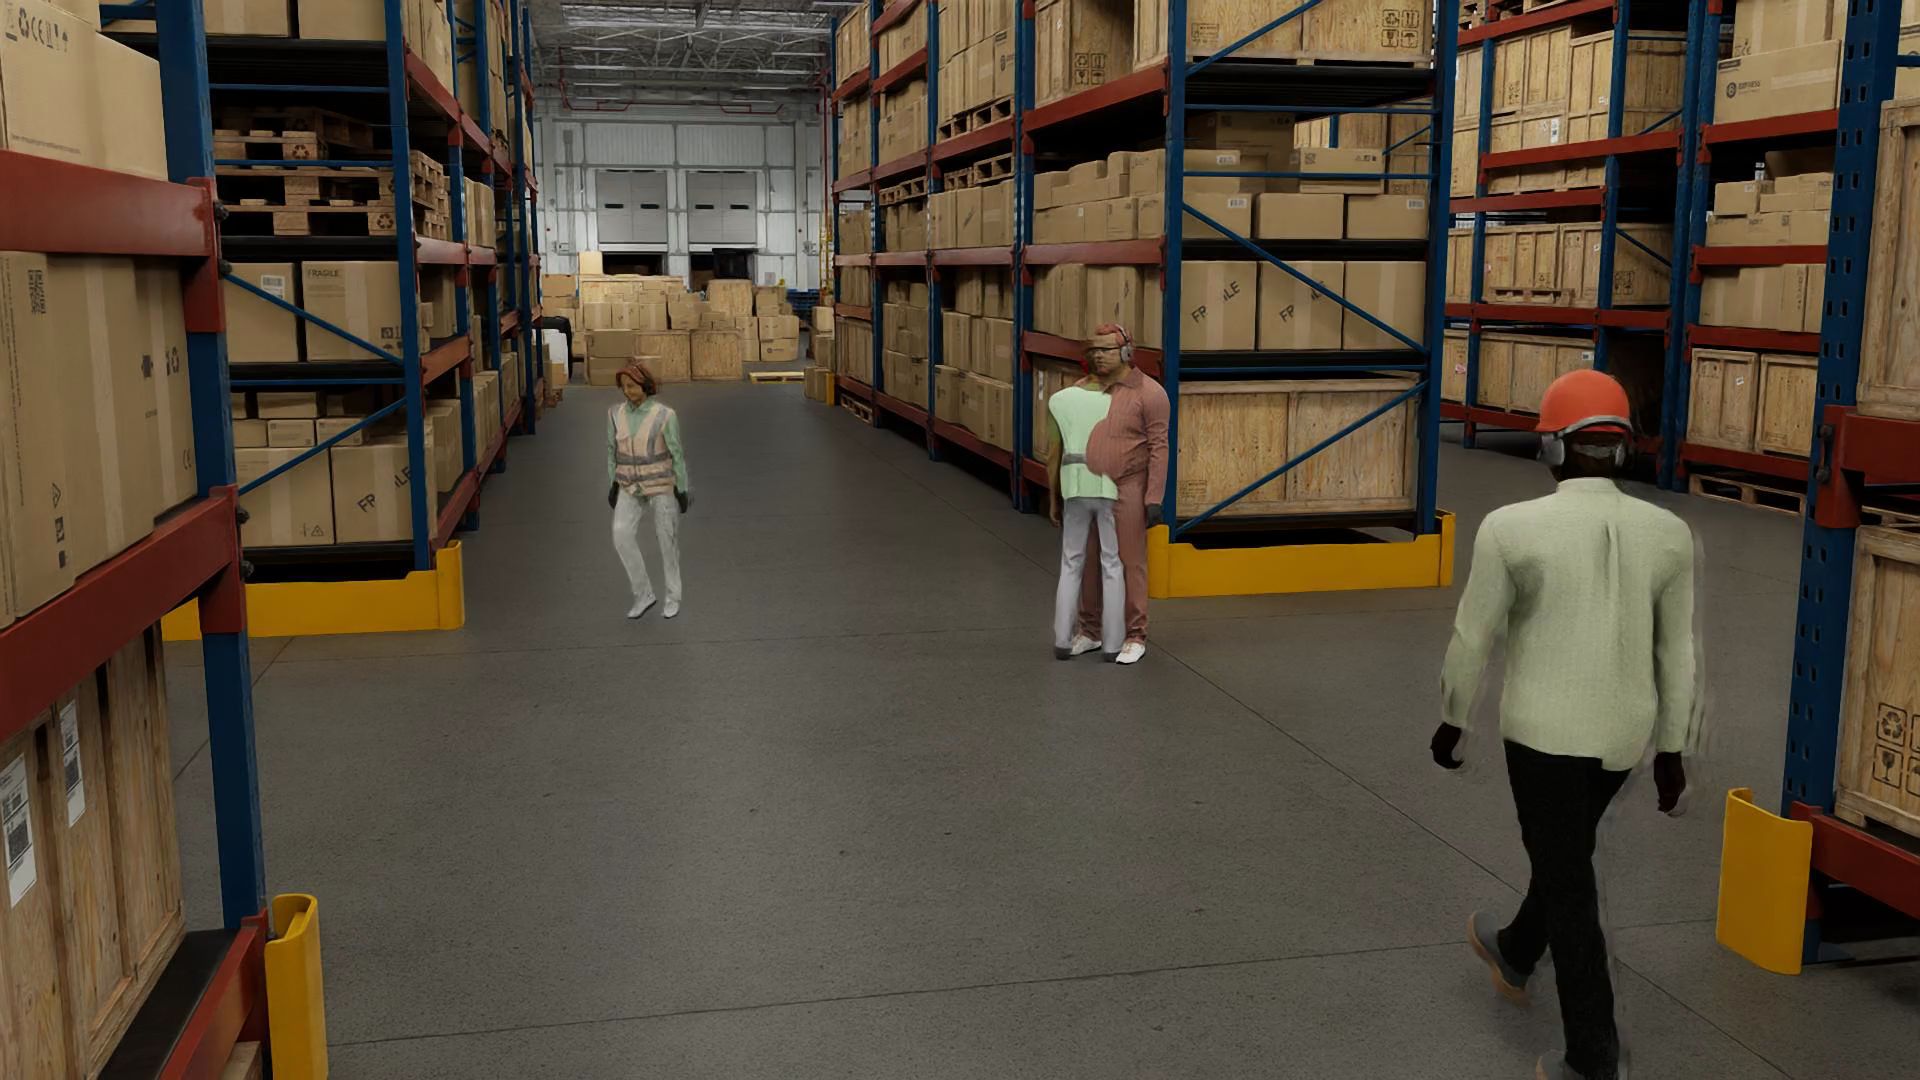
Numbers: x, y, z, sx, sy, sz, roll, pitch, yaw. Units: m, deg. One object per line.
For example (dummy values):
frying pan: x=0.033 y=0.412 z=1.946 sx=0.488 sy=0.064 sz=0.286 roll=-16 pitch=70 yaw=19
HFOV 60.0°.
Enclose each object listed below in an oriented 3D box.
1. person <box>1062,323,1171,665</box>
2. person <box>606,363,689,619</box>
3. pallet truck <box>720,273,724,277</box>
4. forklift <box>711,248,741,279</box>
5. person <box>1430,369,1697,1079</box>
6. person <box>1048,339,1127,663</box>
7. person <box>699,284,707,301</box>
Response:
person: x=0.843 y=-0.259 z=9.362 sx=0.655 sy=1.906 sz=0.407 roll=7 pitch=11 yaw=35
person: x=-1.969 y=-0.297 z=10.454 sx=0.622 sy=1.615 sz=0.509 roll=3 pitch=10 yaw=18
pallet truck: x=-8.580 y=-8.986 z=62.280 sx=1.885 sy=1.965 sz=0.823 roll=1 pitch=9 yaw=5
forklift: x=-7.372 y=-7.854 z=52.695 sx=1.129 sy=2.768 sz=1.873 roll=-8 pitch=12 yaw=-40
person: x=1.644 y=0.502 z=4.639 sx=0.615 sy=1.931 sz=1.029 roll=-2 pitch=10 yaw=-13
person: x=0.767 y=-0.220 z=9.375 sx=0.569 sy=1.833 sz=0.401 roll=2 pitch=10 yaw=13
person: x=-9.256 y=-8.448 z=60.117 sx=0.363 sy=1.631 sz=0.532 roll=1 pitch=9 yaw=7
